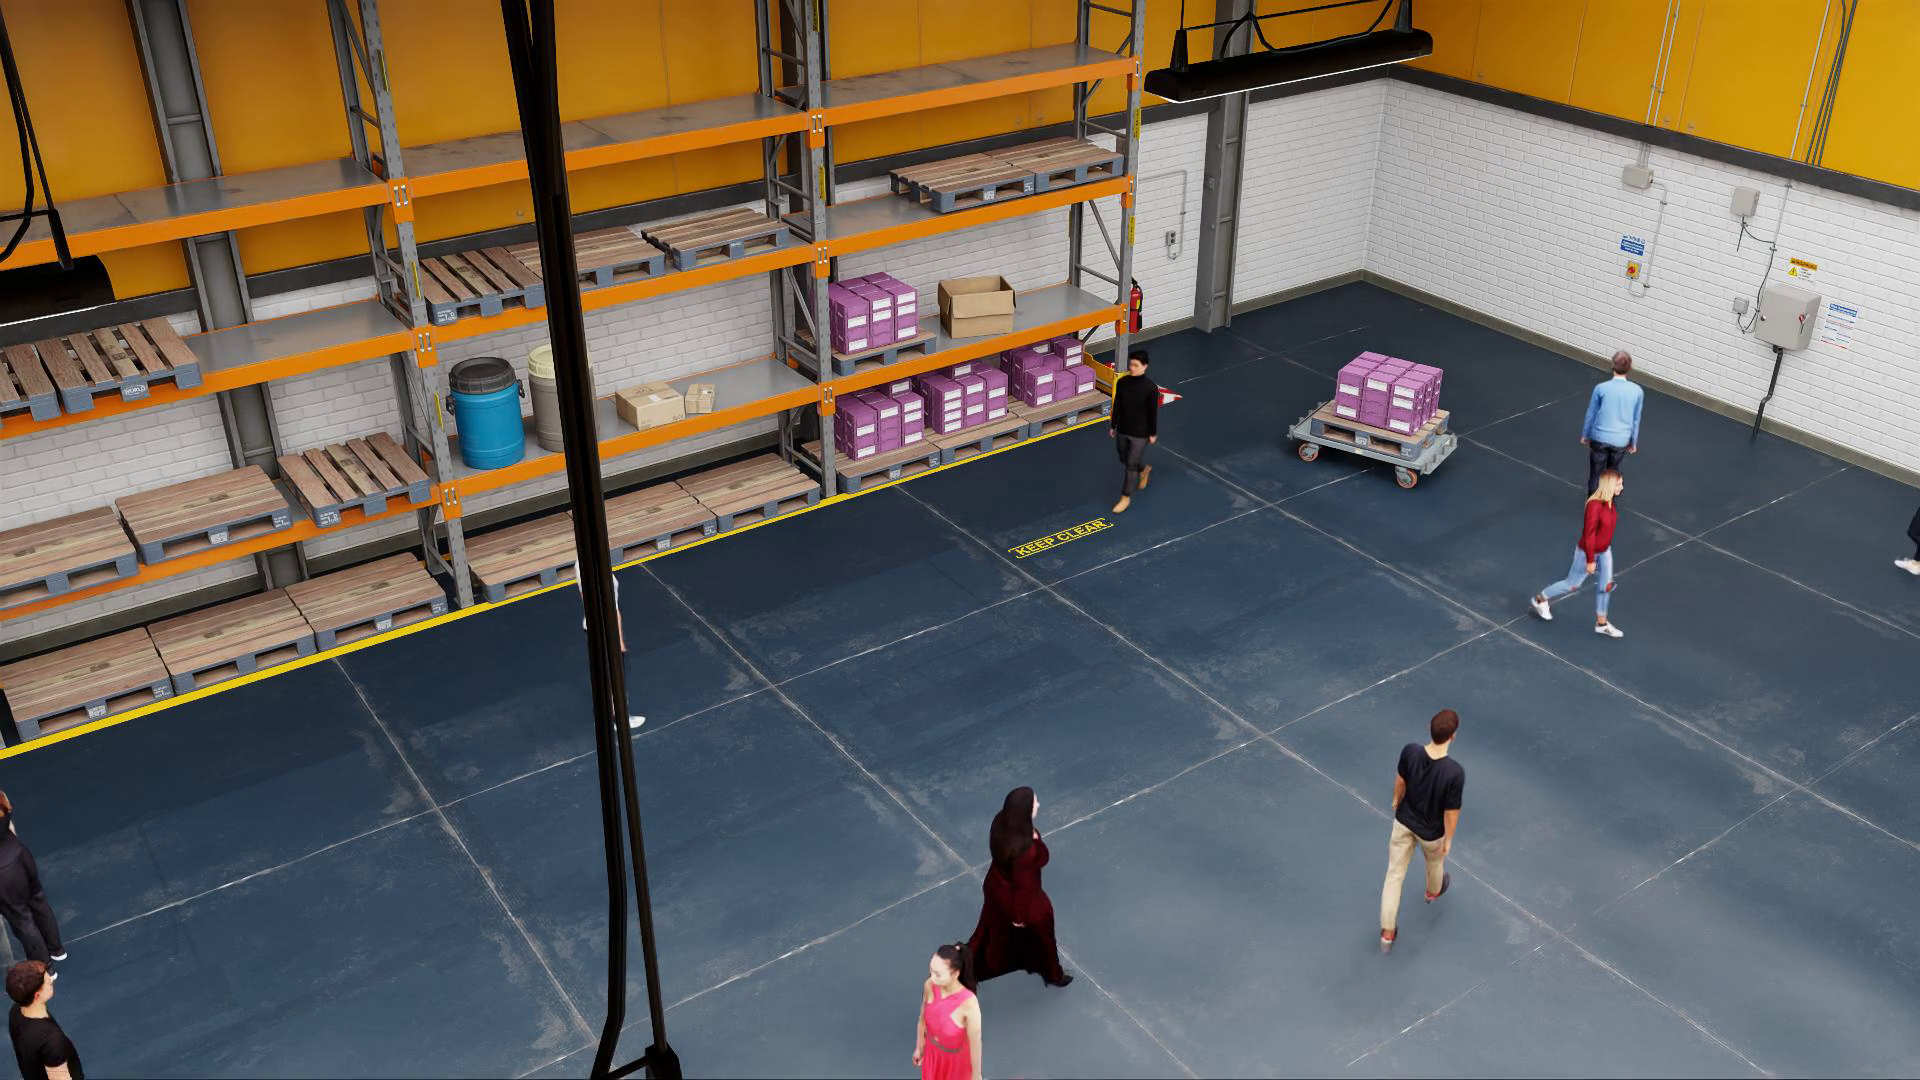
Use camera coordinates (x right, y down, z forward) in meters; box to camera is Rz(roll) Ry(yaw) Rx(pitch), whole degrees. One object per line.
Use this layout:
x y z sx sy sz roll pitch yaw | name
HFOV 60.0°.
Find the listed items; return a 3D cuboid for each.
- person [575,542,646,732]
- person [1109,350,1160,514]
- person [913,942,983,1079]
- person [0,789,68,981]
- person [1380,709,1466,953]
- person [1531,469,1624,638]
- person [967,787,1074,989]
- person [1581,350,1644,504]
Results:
-2.925 0.712 13.620 0.565 1.849 0.666 -21 35 -33 | person
1.827 -1.177 17.236 0.808 1.702 1.088 22 35 34 | person
0.002 2.981 9.605 0.742 1.711 0.630 -23 36 -36 | person
-6.289 2.189 11.022 0.687 1.742 0.667 -1 29 -2 | person
3.091 2.003 11.297 0.954 1.807 1.229 17 33 28 | person
5.627 0.097 15.006 0.803 1.601 1.066 25 37 38 | person
0.263 2.336 10.778 1.118 1.718 0.794 -12 31 -20 | person
6.588 -1.005 16.818 0.795 1.800 0.853 5 29 10 | person
